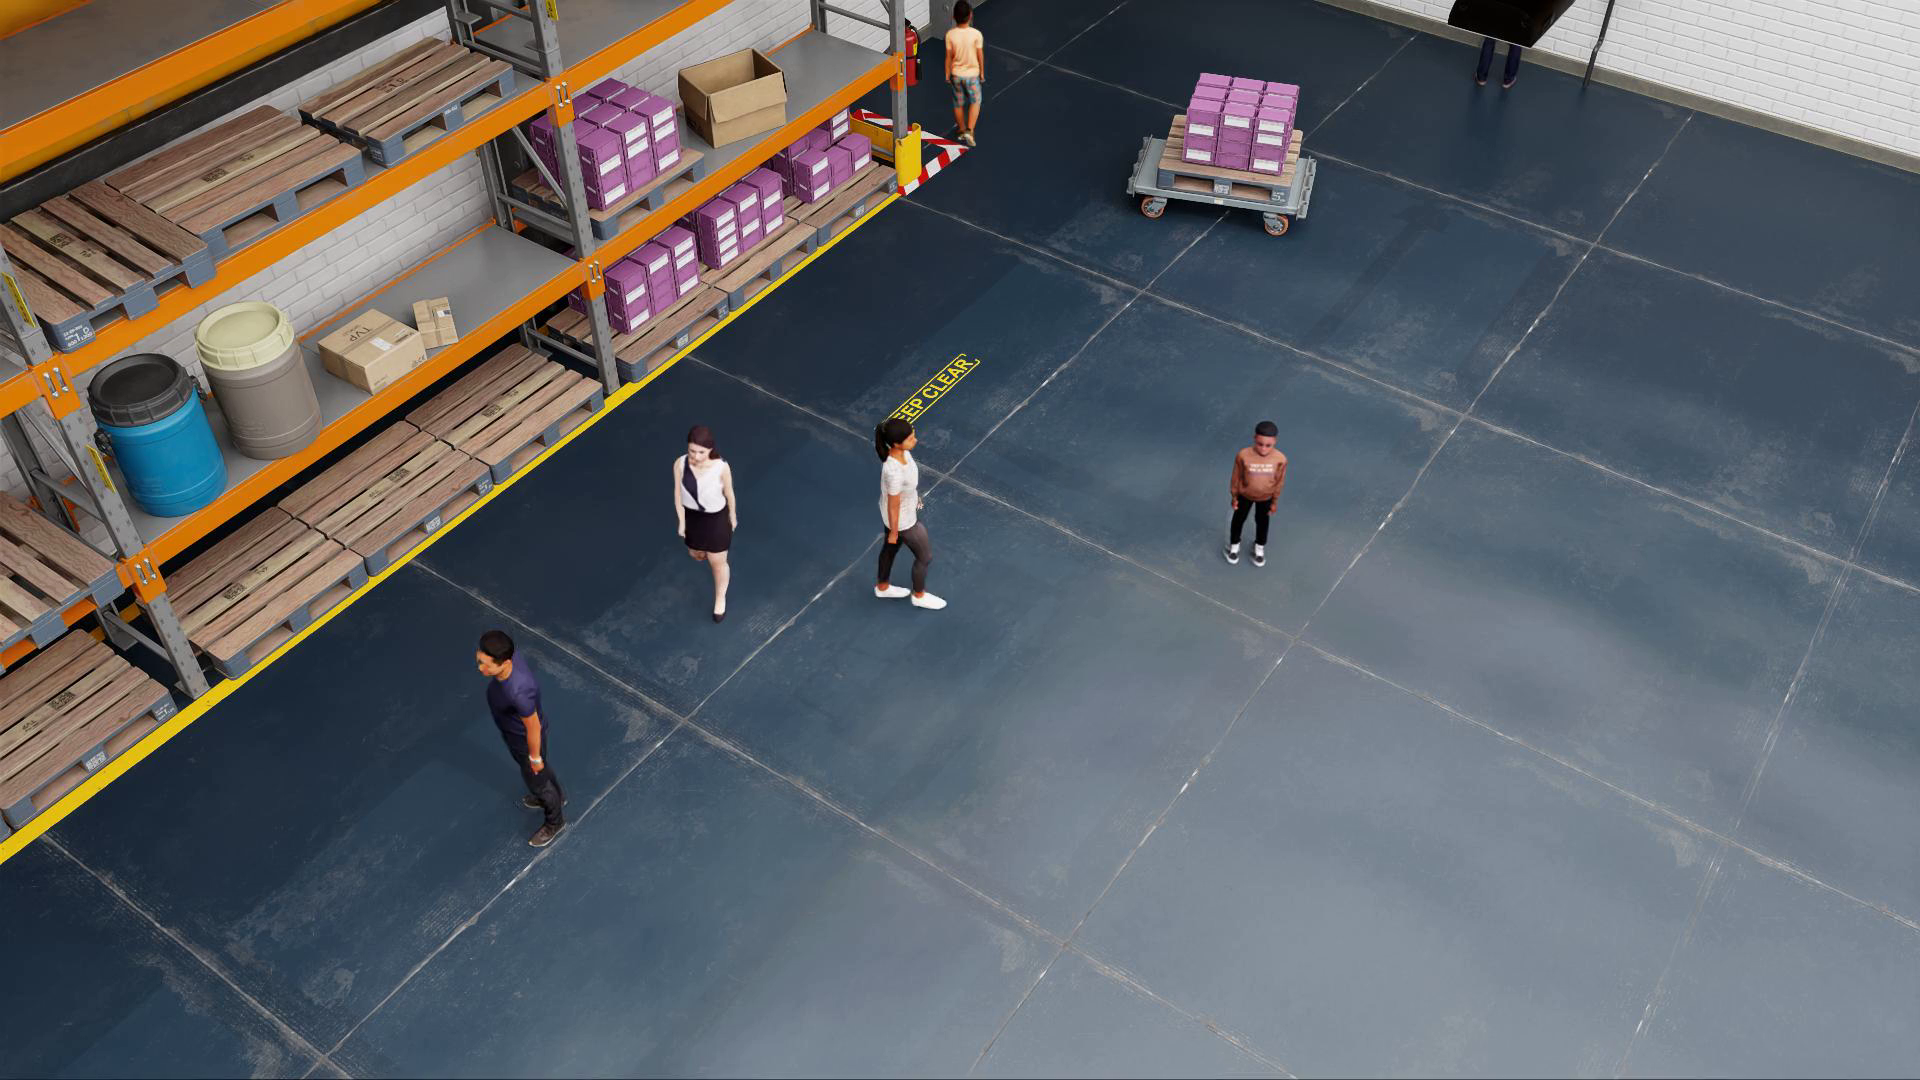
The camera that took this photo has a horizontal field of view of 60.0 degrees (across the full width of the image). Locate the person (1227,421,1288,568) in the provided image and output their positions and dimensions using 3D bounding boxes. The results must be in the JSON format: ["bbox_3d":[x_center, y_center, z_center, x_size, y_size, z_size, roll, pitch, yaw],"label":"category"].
[{"bbox_3d":[2.105,-0.343,11.781,0.577,1.252,0.583,7,44,7],"label":"person"}]

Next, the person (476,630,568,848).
[{"bbox_3d":[-2.578,1.112,9.867,0.718,1.785,0.762,-20,47,-20],"label":"person"}]

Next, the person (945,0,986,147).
[{"bbox_3d":[0.050,-4.437,15.934,0.747,1.451,0.863,3,44,3],"label":"person"}]

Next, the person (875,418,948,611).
[{"bbox_3d":[-0.499,-0.178,11.336,0.833,1.627,0.790,-3,44,-3],"label":"person"}]

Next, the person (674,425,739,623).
[{"bbox_3d":[-1.705,-0.181,11.335,0.798,1.633,0.945,4,44,4],"label":"person"}]
